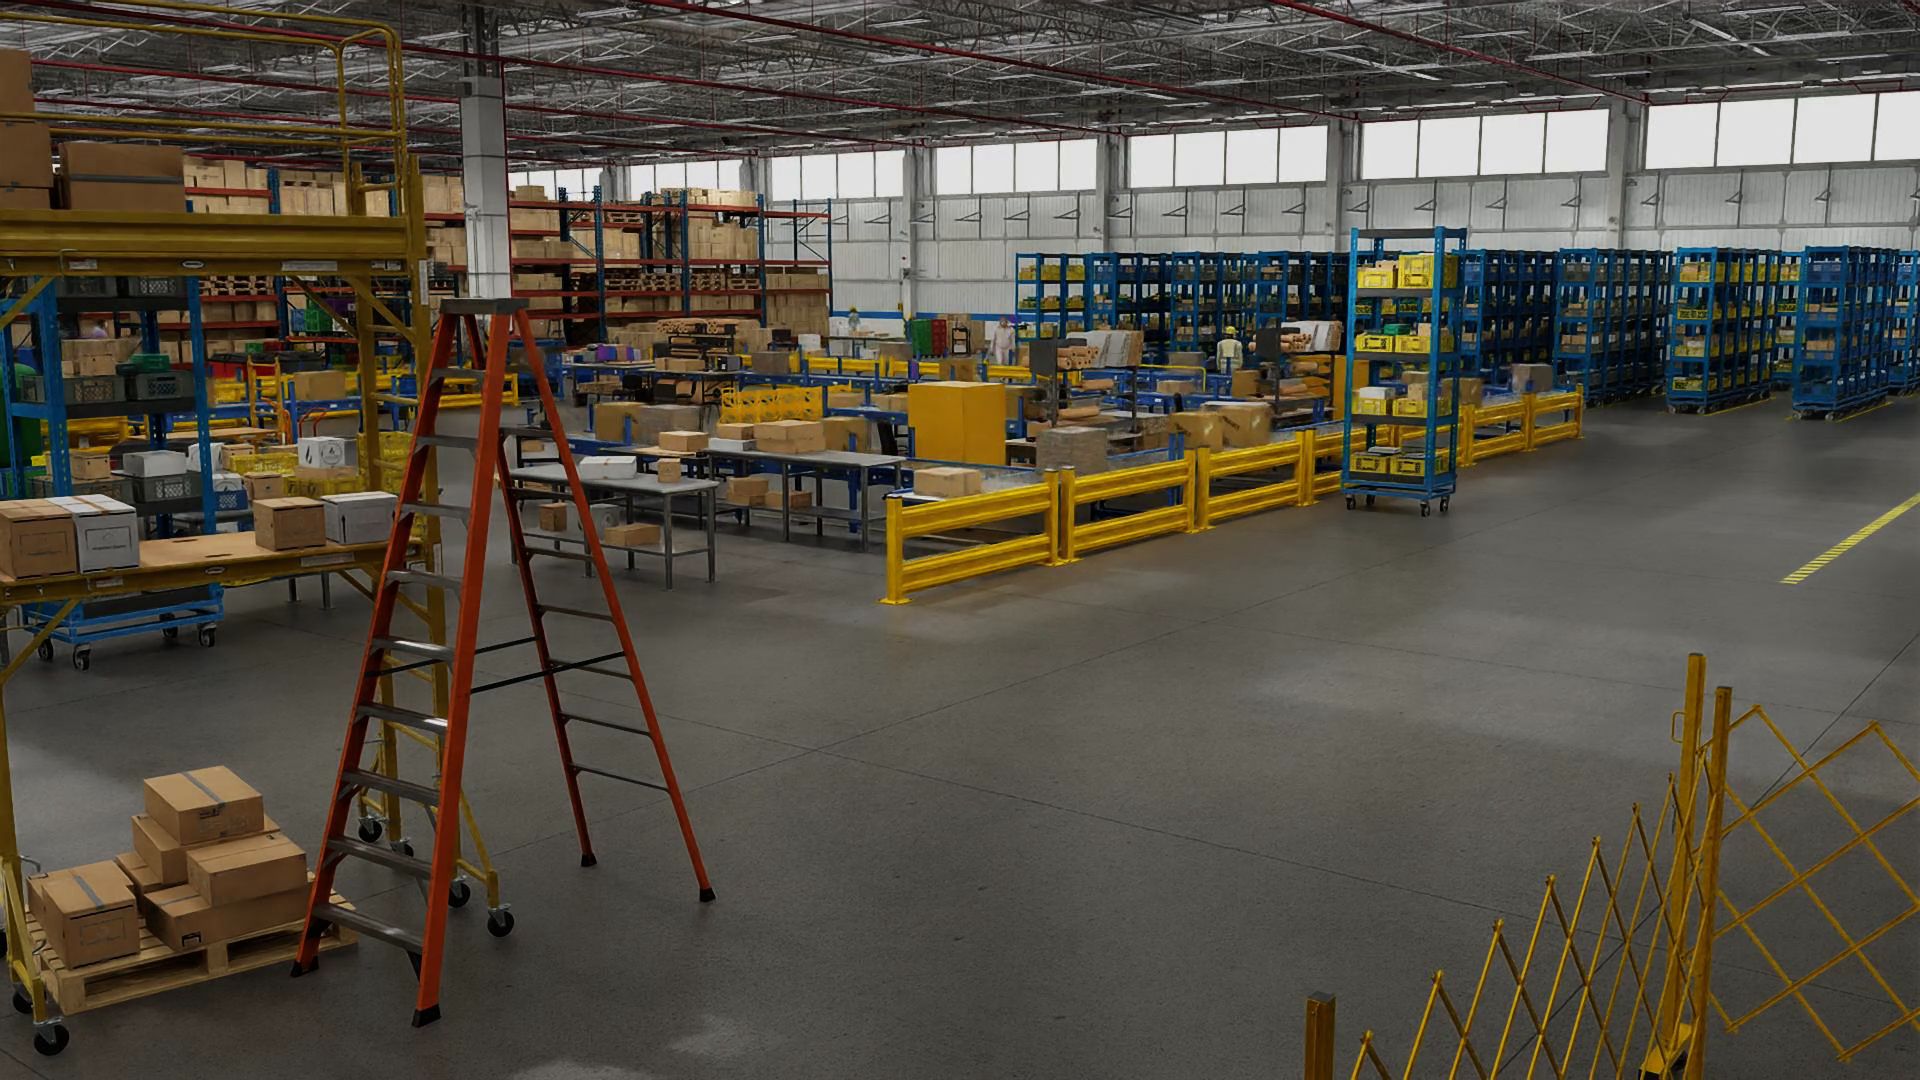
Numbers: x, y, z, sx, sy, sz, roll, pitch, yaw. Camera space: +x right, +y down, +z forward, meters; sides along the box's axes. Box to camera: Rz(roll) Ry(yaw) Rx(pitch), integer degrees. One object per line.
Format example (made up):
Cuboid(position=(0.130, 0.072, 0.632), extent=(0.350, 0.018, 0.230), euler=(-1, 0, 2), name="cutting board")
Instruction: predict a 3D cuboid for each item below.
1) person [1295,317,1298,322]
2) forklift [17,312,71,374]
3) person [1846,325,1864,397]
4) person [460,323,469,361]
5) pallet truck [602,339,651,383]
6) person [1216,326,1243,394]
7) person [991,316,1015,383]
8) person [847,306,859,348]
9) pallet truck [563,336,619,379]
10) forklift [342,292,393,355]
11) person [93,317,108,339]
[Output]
Cuboid(position=(10.296, -6.048, 50.583), extent=(0.405, 1.986, 0.609), euler=(7, 11, 36), name="person")
Cuboid(position=(-23.681, -5.341, 43.367), extent=(1.873, 2.768, 1.129), euler=(6, 11, 33), name="forklift")
Cuboid(position=(21.633, -4.335, 40.422), extent=(0.866, 1.818, 0.576), euler=(6, 11, 32), name="person")
Cuboid(position=(-14.291, -5.479, 48.142), extent=(0.610, 1.617, 0.509), euler=(-5, 10, -30), name="person")
Cuboid(position=(-8.991, -4.871, 45.351), extent=(0.653, 1.274, 1.630), euler=(7, 11, 37), name="pallet truck")
Cuboid(position=(6.155, -3.954, 37.966), extent=(0.592, 1.834, 0.404), euler=(3, 10, 19), name="person")
Cuboid(position=(1.185, -5.324, 46.375), extent=(0.667, 1.876, 0.709), euler=(-2, 9, -11), name="person")
Cuboid(position=(-4.409, -8.756, 68.325), extent=(0.494, 1.705, 0.620), euler=(-6, 11, -31), name="person")
Cuboid(position=(-10.690, -5.294, 48.215), extent=(1.601, 1.201, 0.680), euler=(-5, 10, -26), name="pallet truck")
Cuboid(position=(-16.485, -5.622, 45.120), extent=(1.129, 2.768, 1.873), euler=(7, 11, 37), name="forklift")
Cuboid(position=(-22.116, -4.820, 43.121), extent=(0.755, 1.911, 0.650), euler=(-2, 9, -13), name="person")
